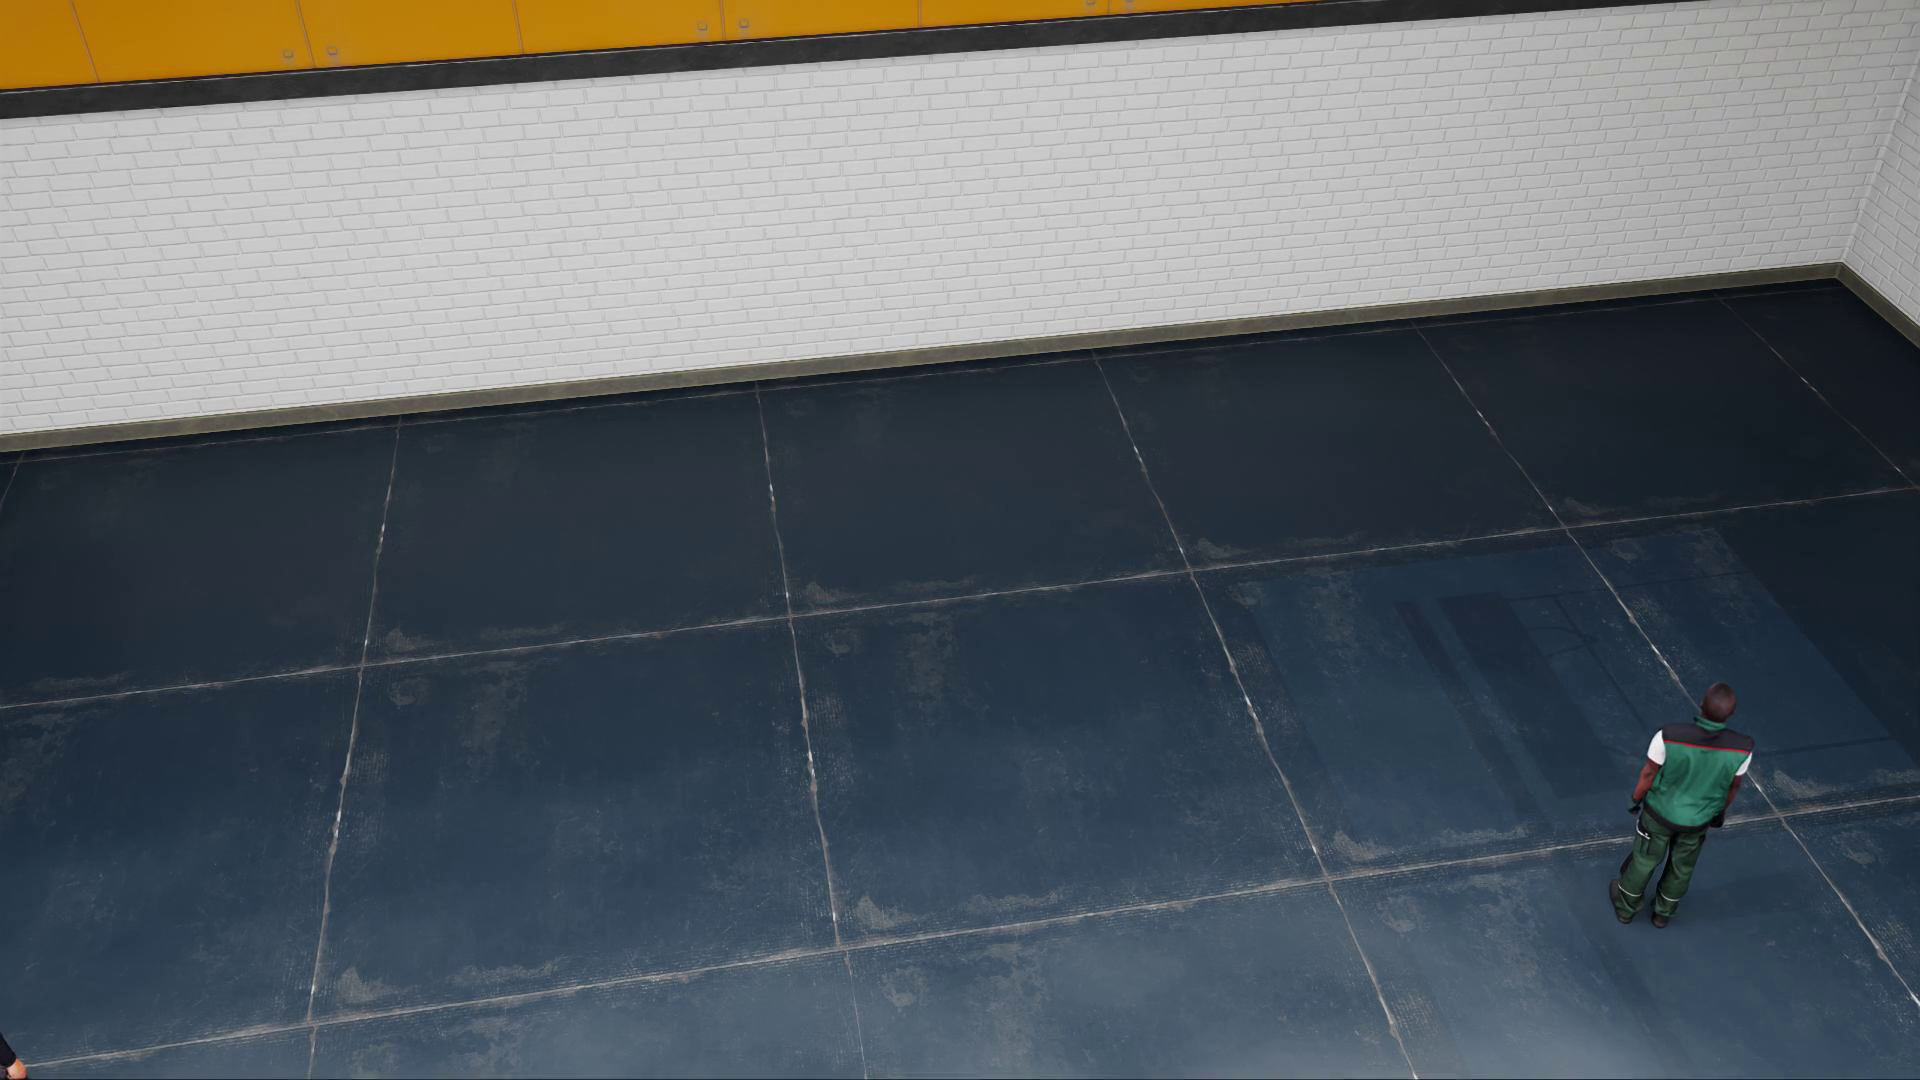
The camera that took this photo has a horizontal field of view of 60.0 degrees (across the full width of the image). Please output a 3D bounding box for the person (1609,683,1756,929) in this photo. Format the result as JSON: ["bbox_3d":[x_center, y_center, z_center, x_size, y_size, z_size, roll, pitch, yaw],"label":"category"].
[{"bbox_3d":[4.058,1.509,9.374,0.771,1.839,0.754,8,39,10],"label":"person"}]
